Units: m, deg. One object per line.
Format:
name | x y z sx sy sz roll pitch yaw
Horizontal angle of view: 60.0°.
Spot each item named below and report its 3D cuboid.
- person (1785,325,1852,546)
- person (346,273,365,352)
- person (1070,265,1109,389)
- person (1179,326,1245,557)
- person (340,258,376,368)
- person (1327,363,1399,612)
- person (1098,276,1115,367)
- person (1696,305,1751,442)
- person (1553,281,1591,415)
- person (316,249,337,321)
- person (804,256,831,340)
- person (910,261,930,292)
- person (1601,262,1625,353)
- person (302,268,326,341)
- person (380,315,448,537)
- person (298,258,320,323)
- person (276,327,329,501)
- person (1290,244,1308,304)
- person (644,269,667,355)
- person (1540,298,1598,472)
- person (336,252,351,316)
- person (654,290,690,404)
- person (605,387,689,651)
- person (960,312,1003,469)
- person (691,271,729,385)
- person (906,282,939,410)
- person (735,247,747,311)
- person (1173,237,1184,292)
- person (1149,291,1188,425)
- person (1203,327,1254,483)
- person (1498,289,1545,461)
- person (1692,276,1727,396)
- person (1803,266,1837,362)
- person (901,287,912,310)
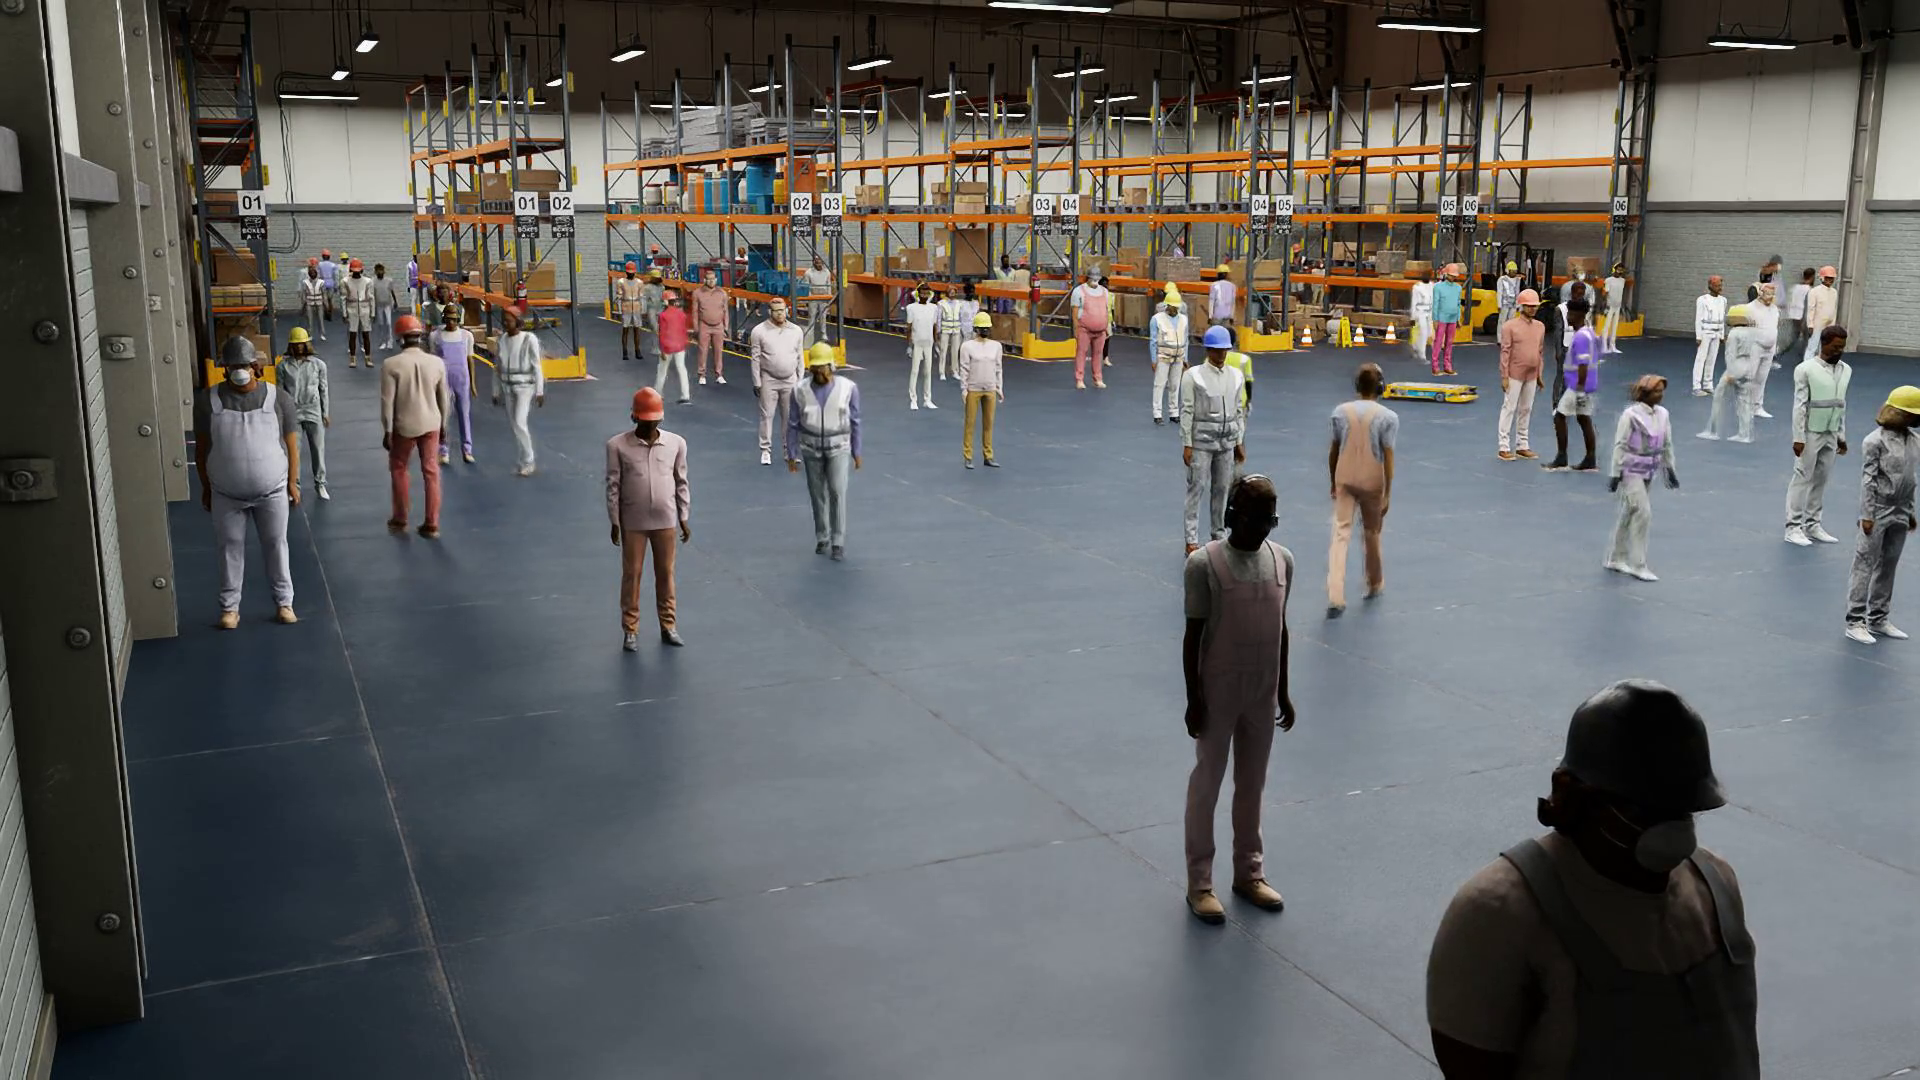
person | 7.488 -0.916 14.512 0.589 1.915 0.393 -5 12 -23
person | -12.565 -4.718 34.548 0.497 1.633 0.288 -5 12 -23
person | 2.183 -3.502 27.328 0.678 2.000 0.537 -5 12 -23
person | 2.111 -0.813 13.902 0.602 1.948 0.387 -5 12 -23
person | -11.225 -4.231 31.052 0.605 2.035 0.384 -5 12 -23
person | 2.913 -0.386 12.120 0.534 1.805 0.963 6 13 27
person | 2.673 -4.089 31.191 0.532 1.696 0.319 -5 12 -23
person | 9.736 -2.111 21.066 0.507 1.712 0.747 -9 14 -38
person | 8.684 -2.711 23.633 0.589 1.915 0.393 -5 12 -23
person | -16.907 -6.797 44.388 0.568 1.914 0.414 -6 13 -30
person | -3.206 -5.463 37.652 0.639 1.903 0.409 -5 12 -23
person | -1.076 -6.932 45.104 0.639 1.909 0.409 -5 12 -23
person | 13.485 -4.779 34.275 0.510 1.865 0.329 -5 12 -23
person | -14.619 -5.337 37.678 0.511 1.641 0.308 -5 12 -23
person | -4.934 -1.026 14.914 0.652 1.969 0.805 -9 14 -39
person | -16.999 -6.524 43.518 0.462 1.707 0.628 6 13 30
person | -6.582 -1.259 16.691 0.484 1.744 0.295 -5 12 -23
person | 9.387 -7.253 46.467 0.624 2.007 0.719 4 12 21
person | -6.133 -4.630 33.832 0.498 1.717 0.710 -10 15 -41
person | 6.796 -1.714 18.500 0.743 1.940 0.613 6 13 29
person | -17.294 -7.206 46.855 0.522 1.768 0.312 -5 12 -23
person | -4.418 -2.926 25.221 0.874 1.703 0.595 9 14 38
person | -2.058 -0.144 11.016 0.560 1.743 0.334 -5 12 -23
person | 0.247 -1.690 18.822 0.522 1.768 0.312 -5 12 -23
person | -4.195 -3.575 28.044 0.639 1.909 0.409 -5 12 -23
person | -0.547 -2.849 24.466 0.510 1.865 0.329 -5 12 -23
person | -6.412 -7.669 48.912 0.573 1.883 0.356 -5 12 -23
person | 7.594 -9.326 56.921 0.605 2.044 0.375 -5 12 -23
person | 2.861 -2.474 22.658 0.586 1.823 0.403 -5 12 -23
person | 2.865 -1.465 17.957 0.554 1.636 0.940 0 11 -1
person | 6.565 -1.923 19.420 0.608 1.995 0.377 -5 12 -23
person | 11.853 -3.215 26.272 0.573 1.883 0.356 -5 12 -23
person | 14.406 -3.574 27.810 0.608 1.995 0.377 -5 12 -23
person | -1.584 -7.721 49.811 0.497 1.633 0.283 -5 12 -23
